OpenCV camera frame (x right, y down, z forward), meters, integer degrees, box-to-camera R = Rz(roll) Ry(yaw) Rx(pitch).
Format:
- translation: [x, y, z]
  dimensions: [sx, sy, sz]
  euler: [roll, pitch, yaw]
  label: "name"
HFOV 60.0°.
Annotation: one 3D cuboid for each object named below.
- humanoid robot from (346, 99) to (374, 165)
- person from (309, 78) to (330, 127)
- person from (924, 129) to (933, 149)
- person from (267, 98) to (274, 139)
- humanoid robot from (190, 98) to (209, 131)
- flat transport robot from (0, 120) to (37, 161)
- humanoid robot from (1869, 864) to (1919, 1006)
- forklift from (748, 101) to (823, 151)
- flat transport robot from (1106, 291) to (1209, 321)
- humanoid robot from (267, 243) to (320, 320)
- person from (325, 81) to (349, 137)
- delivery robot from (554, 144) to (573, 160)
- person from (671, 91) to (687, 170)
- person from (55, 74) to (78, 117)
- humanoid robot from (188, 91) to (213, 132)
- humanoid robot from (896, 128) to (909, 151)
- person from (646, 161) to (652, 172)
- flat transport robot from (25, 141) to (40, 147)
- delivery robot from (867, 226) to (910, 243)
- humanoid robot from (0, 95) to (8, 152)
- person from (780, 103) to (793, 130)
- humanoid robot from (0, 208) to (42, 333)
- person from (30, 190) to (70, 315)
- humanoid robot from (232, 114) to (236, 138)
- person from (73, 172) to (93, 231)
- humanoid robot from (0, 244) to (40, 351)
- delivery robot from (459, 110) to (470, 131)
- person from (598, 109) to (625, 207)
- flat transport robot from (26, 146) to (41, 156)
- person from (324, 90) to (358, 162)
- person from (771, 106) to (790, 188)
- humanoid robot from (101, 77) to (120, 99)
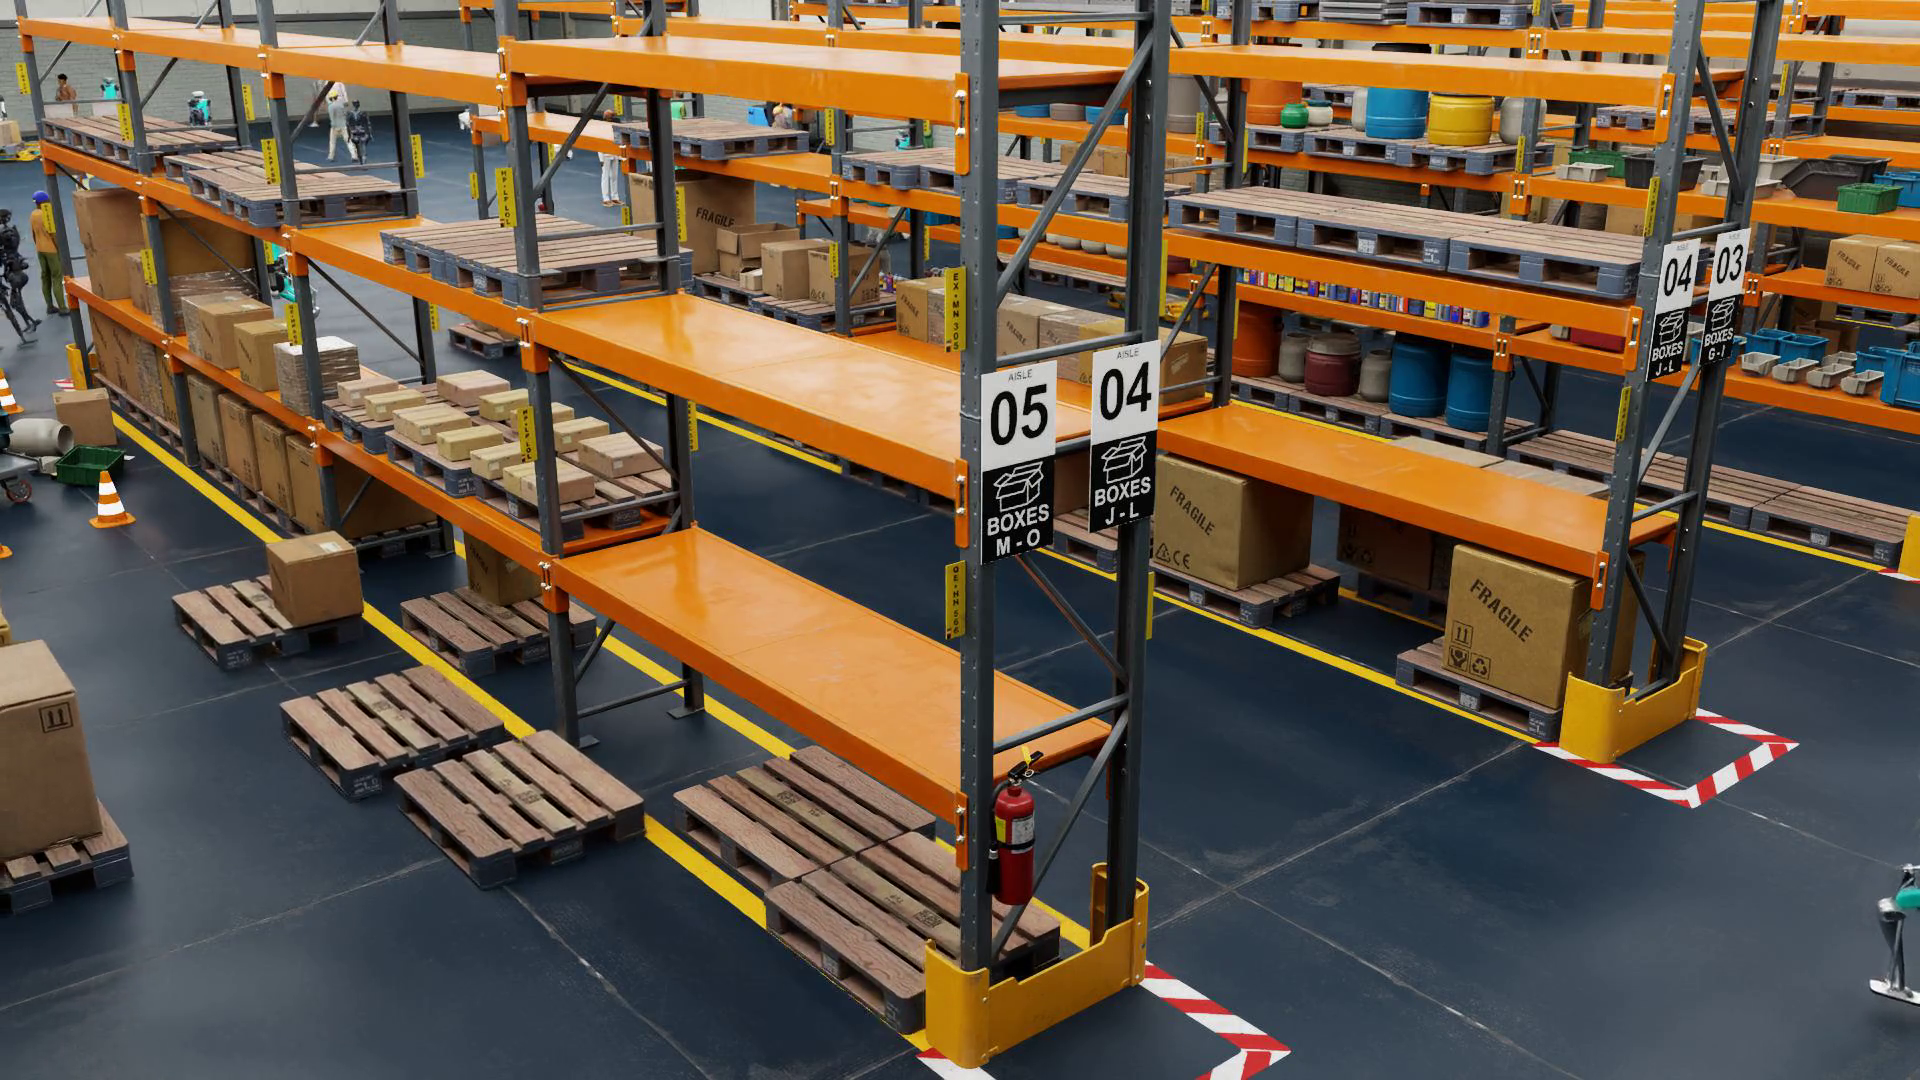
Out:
- translation: [-14.040, -9.477, 38.873]
  dimensions: [0.610, 1.627, 0.790]
  euler: [-3, 20, -8]
  label: "humanoid robot"
- translation: [-18.809, -13.077, 48.782]
  dimensions: [0.501, 1.848, 0.798]
  euler: [14, 24, 34]
  label: "person"
- translation: [-0.695, -7.427, 32.849]
  dimensions: [0.483, 1.741, 0.316]
  euler: [-18, 26, -41]
  label: "person"
- translation: [-18.487, -11.600, 44.795]
  dimensions: [0.317, 1.696, 0.538]
  euler: [-8, 21, -21]
  label: "person"
- translation: [-17.658, -9.445, 38.706]
  dimensions: [0.337, 1.653, 0.608]
  euler: [1, 19, 4]
  label: "humanoid robot"
- translation: [-23.389, -9.352, 40.552]
  dimensions: [1.431, 0.231, 0.659]
  euler: [-6, 20, -15]
  label: "flat transport robot"
- translation: [4.623, 1.451, 7.626]
  dimensions: [1.036, 1.739, 0.553]
  euler: [7, 20, 19]
  label: "humanoid robot"
- translation: [-4.526, -11.368, 42.374]
  dimensions: [1.129, 2.768, 1.873]
  euler: [-15, 24, -37]
  label: "forklift"
- translation: [2.763, -3.297, 23.320]
  dimensions: [0.659, 0.231, 1.431]
  euler: [-13, 23, -33]
  label: "flat transport robot"
- translation: [-8.367, -3.261, 20.862]
  dimensions: [0.735, 1.699, 0.530]
  euler: [-2, 19, -7]
  label: "humanoid robot"
- translation: [-17.279, -12.139, 46.077]
  dimensions: [0.497, 1.872, 0.990]
  euler: [2, 19, 6]
  label: "person"
- translation: [-9.839, -9.505, 40.585]
  dimensions: [0.499, 0.614, 0.815]
  euler: [7, 21, 19]
  label: "delivery robot"
- translation: [-6.395, -9.366, 38.018]
  dimensions: [0.400, 1.978, 0.487]
  euler: [-18, 26, -41]
  label: "person"
- translation: [-23.615, -11.387, 43.993]
  dimensions: [0.827, 1.833, 0.415]
  euler: [8, 21, 23]
  label: "person"
- translation: [-17.999, -9.683, 39.290]
  dimensions: [0.701, 1.806, 0.542]
  euler: [13, 23, 33]
  label: "humanoid robot"
- translation: [-1.189, -6.700, 30.867]
  dimensions: [0.887, 1.794, 0.539]
  euler: [-18, 26, -41]
  label: "humanoid robot"
- translation: [-5.047, -5.946, 28.298]
  dimensions: [0.612, 1.965, 0.361]
  euler: [16, 25, 38]
  label: "person"
- translation: [-23.439, -10.065, 42.582]
  dimensions: [1.431, 0.231, 0.659]
  euler: [2, 19, 7]
  label: "flat transport robot"
- translation: [-1.253, -5.517, 29.229]
  dimensions: [0.813, 0.610, 0.499]
  euler: [-16, 25, -38]
  label: "delivery robot"
- translation: [-23.499, -10.103, 40.558]
  dimensions: [0.535, 1.766, 1.051]
  euler: [-10, 22, -27]
  label: "humanoid robot"
- translation: [-3.805, -8.830, 36.617]
  dimensions: [0.376, 1.894, 0.579]
  euler: [9, 21, 25]
  label: "person"
- translation: [-12.475, -3.552, 21.917]
  dimensions: [0.334, 1.645, 0.593]
  euler: [-18, 26, -42]
  label: "humanoid robot"
- translation: [-12.616, -3.986, 23.093]
  dimensions: [0.456, 1.717, 0.353]
  euler: [9, 21, 25]
  label: "person"
- translation: [-15.126, -8.217, 35.223]
  dimensions: [0.541, 1.642, 0.610]
  euler: [-3, 20, -9]
  label: "humanoid robot"
- translation: [-15.814, -6.481, 29.935]
  dimensions: [0.398, 1.893, 0.533]
  euler: [-11, 22, -28]
  label: "person"
- translation: [-12.119, -3.212, 20.982]
  dimensions: [0.698, 1.629, 0.600]
  euler: [-9, 21, -25]
  label: "humanoid robot"
- translation: [-14.185, -12.115, 47.955]
  dimensions: [0.499, 0.576, 0.757]
  euler: [-12, 23, -31]
  label: "delivery robot"
- translation: [-6.975, -7.620, 33.184]
  dimensions: [0.355, 1.887, 0.573]
  euler: [13, 23, 33]
  label: "person"
- translation: [-23.230, -9.661, 41.431]
  dimensions: [1.431, 0.231, 0.659]
  euler: [-10, 22, -27]
  label: "flat transport robot"
- translation: [-15.044, -10.018, 40.257]
  dimensions: [0.920, 1.715, 0.522]
  euler: [10, 22, 27]
  label: "person"
- translation: [-3.833, -8.449, 35.776]
  dimensions: [0.518, 1.729, 0.795]
  euler: [-12, 22, -30]
  label: "person"
- translation: [-22.293, -11.149, 43.519]
  dimensions: [0.540, 1.841, 0.721]
  euler: [5, 20, 14]
  label: "humanoid robot"
